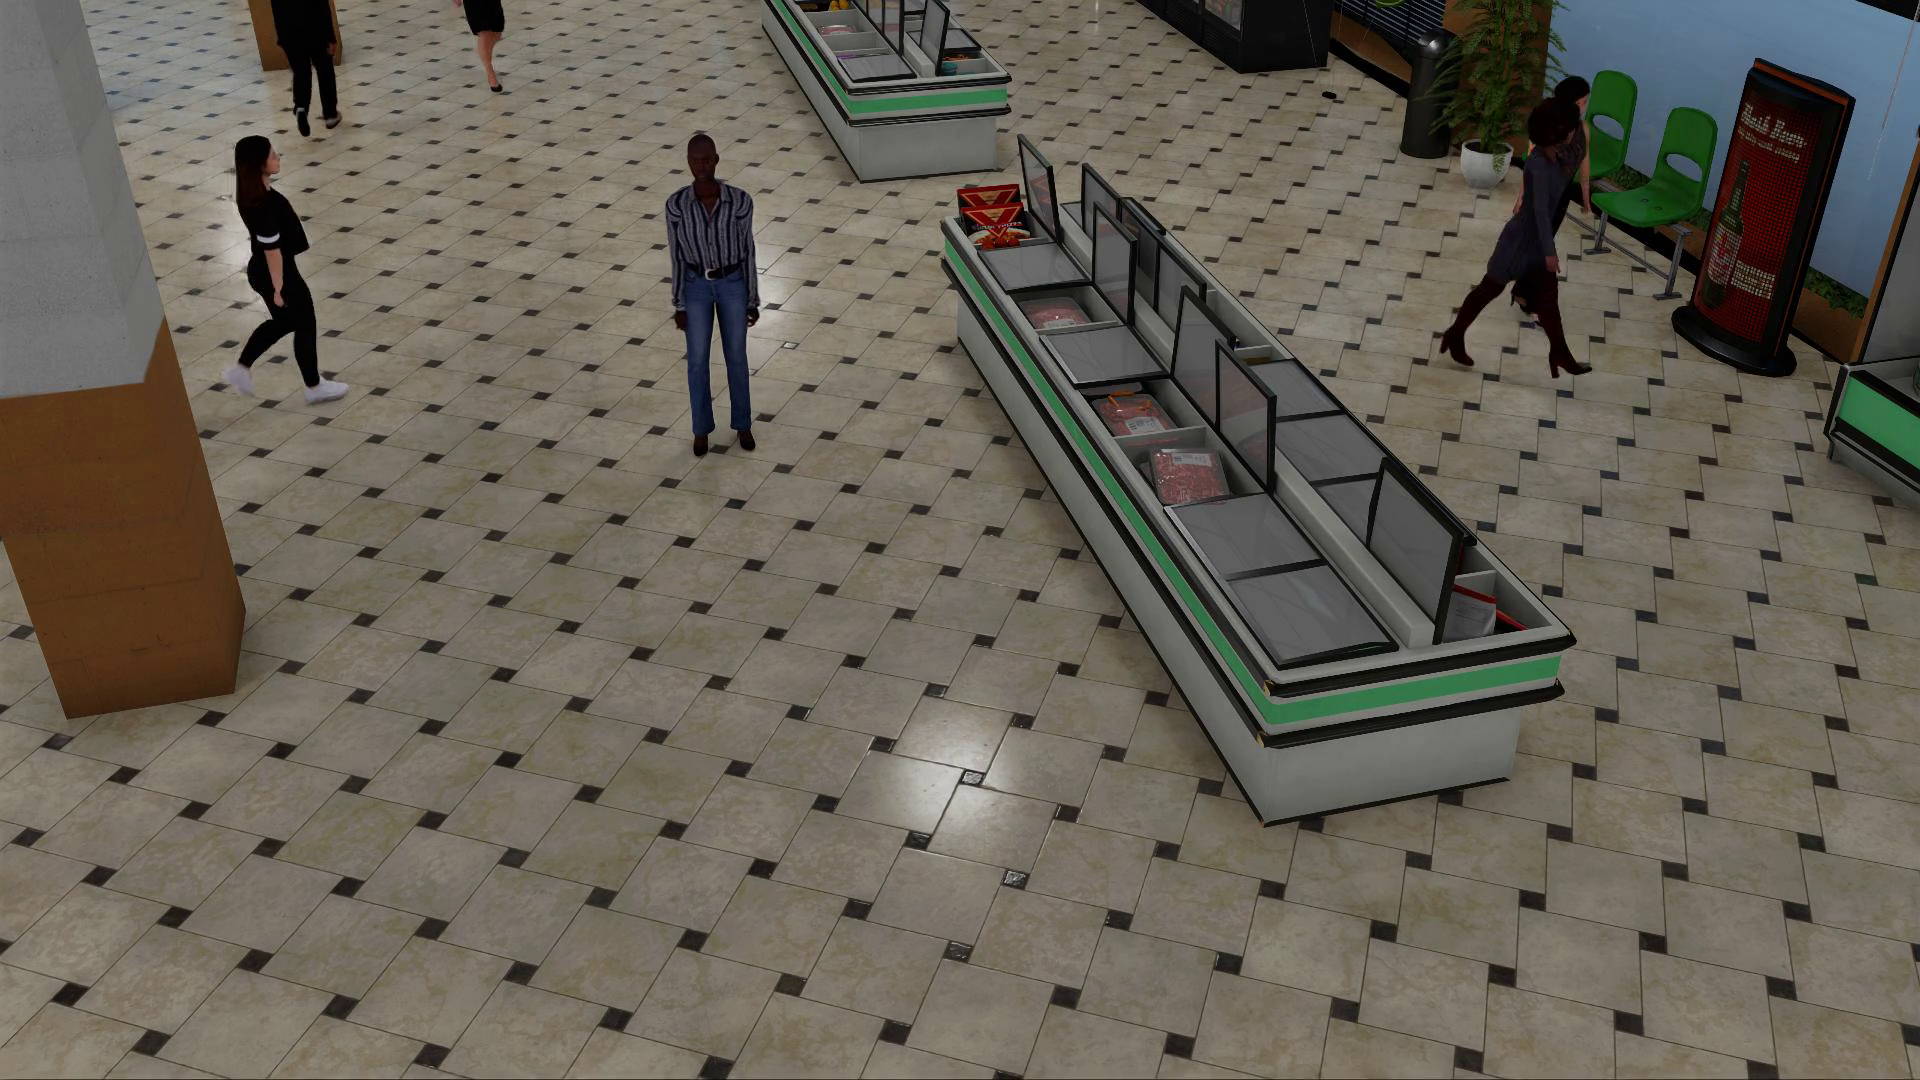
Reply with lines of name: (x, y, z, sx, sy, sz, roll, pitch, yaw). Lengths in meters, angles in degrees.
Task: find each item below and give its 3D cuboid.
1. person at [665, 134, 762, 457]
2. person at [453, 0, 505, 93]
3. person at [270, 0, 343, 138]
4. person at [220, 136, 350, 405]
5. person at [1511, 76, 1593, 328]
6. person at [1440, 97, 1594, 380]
person: (-1.328, -1.310, 8.976, 0.635, 1.795, 0.534, -6, 32, -10)
person: (-4.290, -4.891, 14.866, 0.840, 1.653, 1.046, -16, 35, -24)
person: (-5.398, -4.107, 13.659, 0.761, 1.597, 1.016, -2, 32, -2)
person: (-3.939, -1.475, 9.405, 0.849, 1.623, 0.927, -19, 37, -28)
person: (3.672, -2.167, 10.551, 0.721, 1.586, 0.770, -15, 35, -23)
person: (3.227, -1.739, 9.790, 1.159, 1.664, 1.072, 19, 37, 27)
